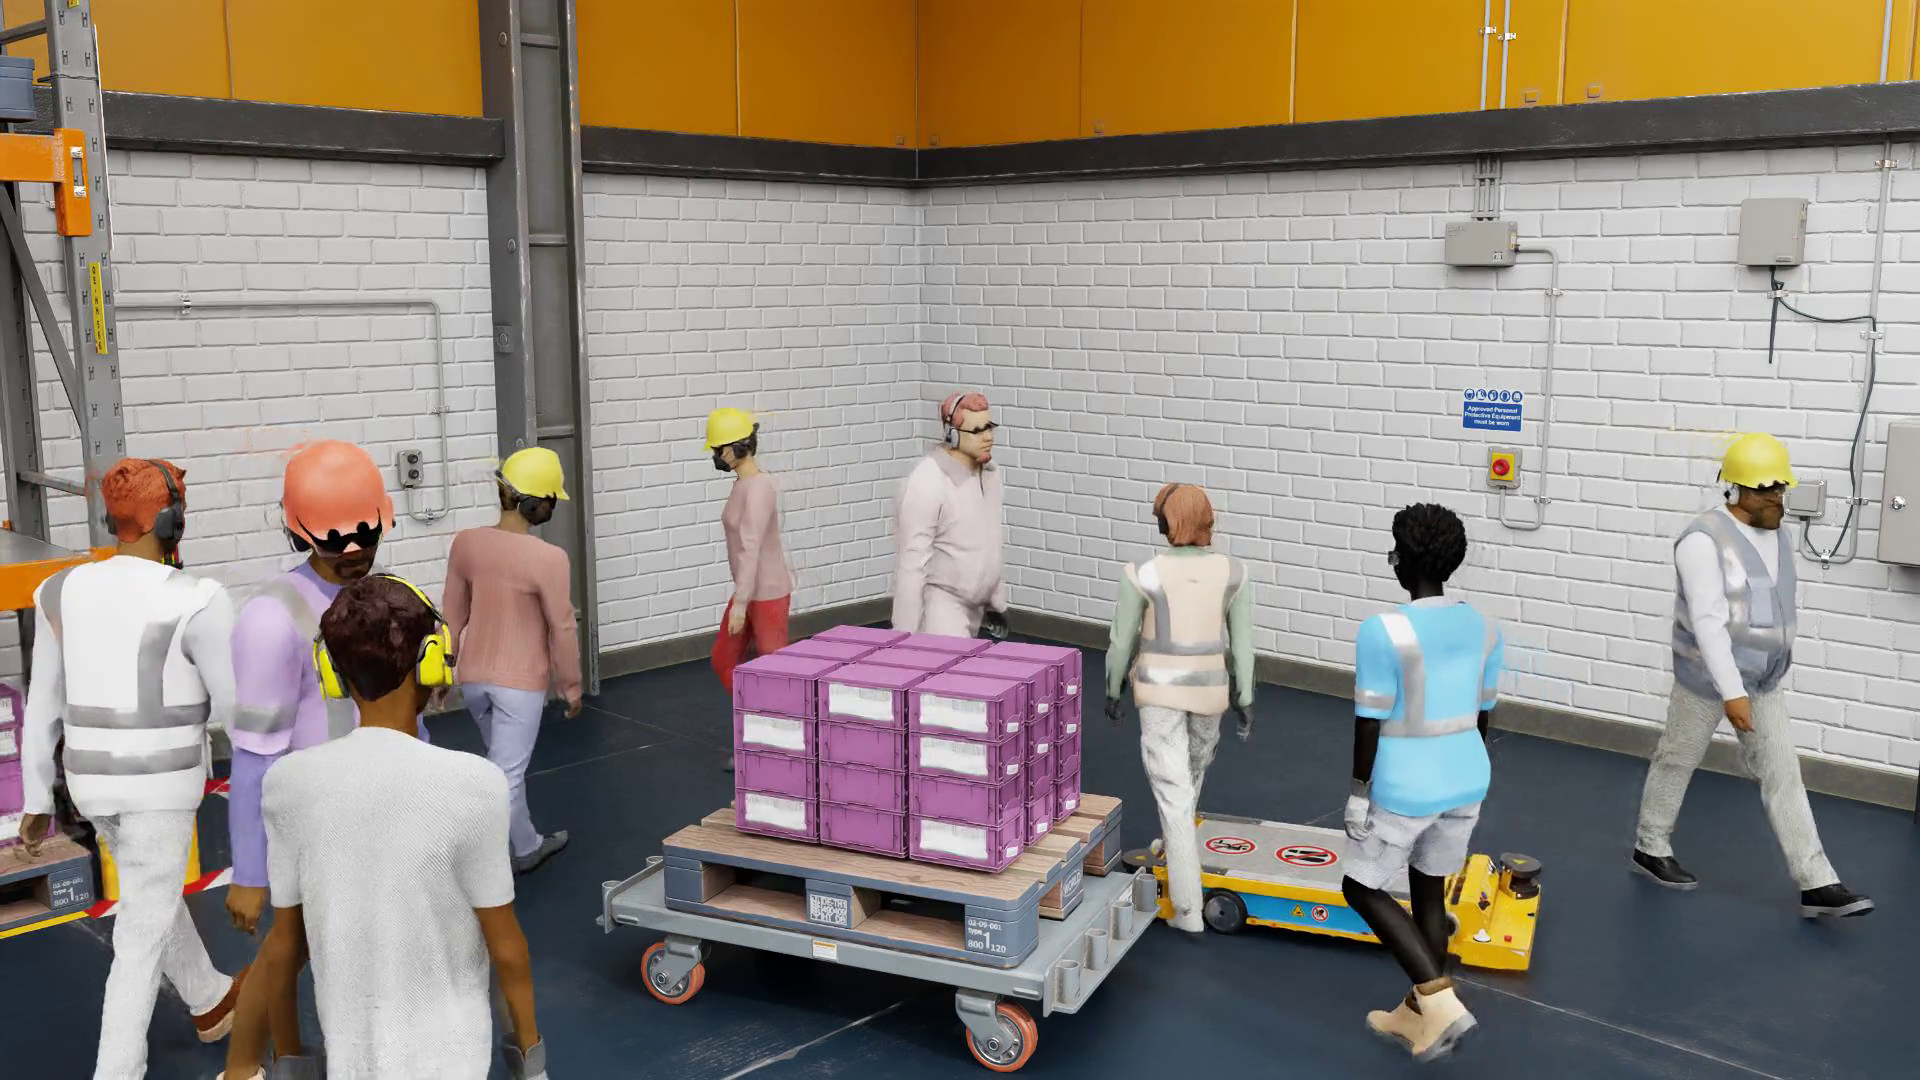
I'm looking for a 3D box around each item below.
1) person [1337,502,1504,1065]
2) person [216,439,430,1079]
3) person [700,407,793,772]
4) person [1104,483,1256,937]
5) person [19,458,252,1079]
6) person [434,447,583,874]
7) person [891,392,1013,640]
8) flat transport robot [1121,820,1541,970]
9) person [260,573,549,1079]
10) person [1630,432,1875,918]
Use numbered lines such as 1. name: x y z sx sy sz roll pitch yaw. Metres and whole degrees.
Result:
1. person: 1.386 0.736 4.871 0.555 1.681 0.437 -5 11 -29
2. person: -1.525 0.701 4.282 1.074 1.947 0.752 0 9 1
3. person: -0.948 0.261 7.609 0.468 1.735 0.543 -4 10 -23
4. person: 0.802 0.590 6.113 0.525 1.588 0.834 -3 10 -15
5. person: -2.248 0.681 4.732 0.588 1.837 0.949 2 10 14
6. person: -1.606 0.511 6.159 0.561 1.712 0.829 4 10 25
7. person: -0.074 0.295 7.086 0.697 1.865 0.663 5 10 27
8. flat transport robot: 1.345 1.249 6.063 1.431 0.197 0.652 4 10 22
9. person: -1.039 0.978 3.007 0.523 1.824 0.934 3 10 20
10. person: 2.887 0.495 6.068 0.603 1.773 0.948 -5 10 -28
